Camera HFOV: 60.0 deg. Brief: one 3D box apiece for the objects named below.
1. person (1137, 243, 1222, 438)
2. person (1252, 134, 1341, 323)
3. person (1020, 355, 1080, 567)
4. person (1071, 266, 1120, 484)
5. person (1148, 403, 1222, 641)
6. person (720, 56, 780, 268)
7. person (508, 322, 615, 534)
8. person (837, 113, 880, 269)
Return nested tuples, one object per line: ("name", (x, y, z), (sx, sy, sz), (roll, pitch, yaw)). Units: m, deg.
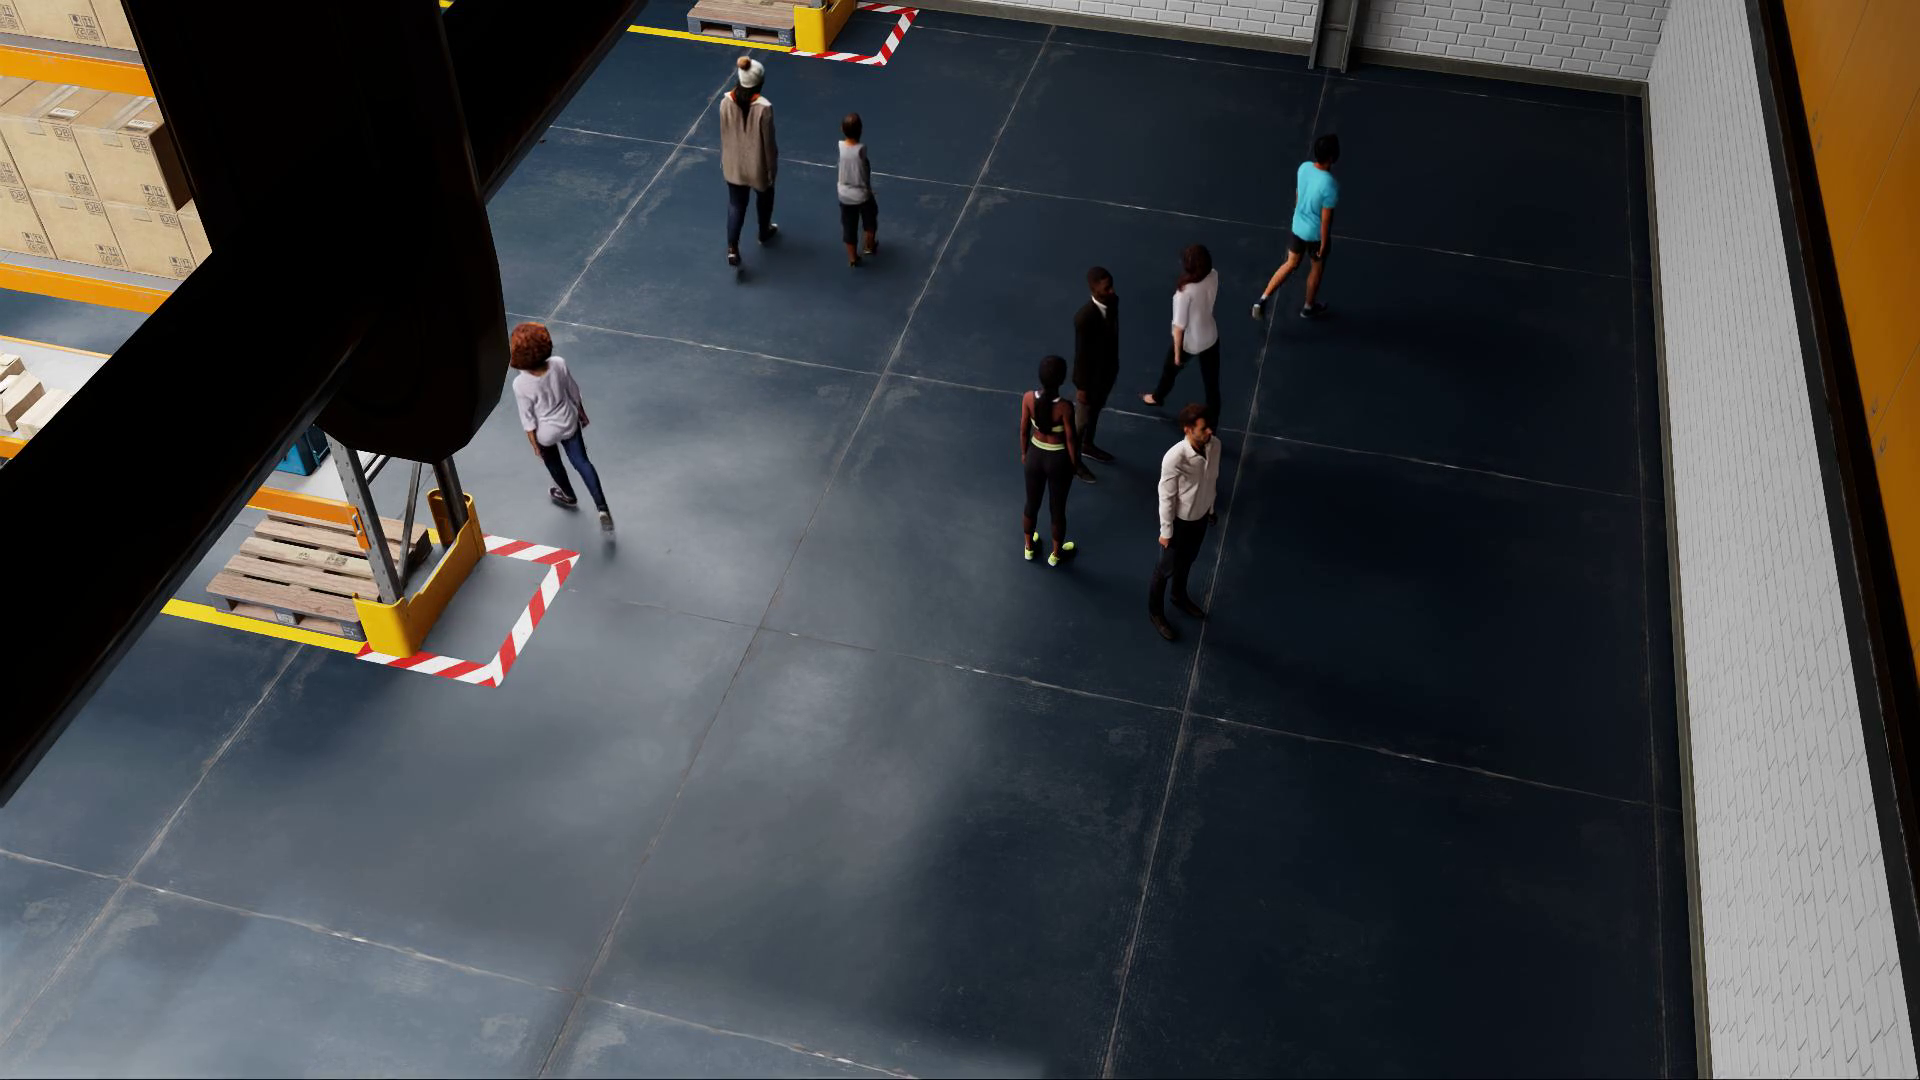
("person", (1.825, -1.411, 12.486), (1.067, 1.752, 1.163), (-24, 48, -23))
("person", (2.792, -2.500, 13.625), (1.071, 1.757, 1.050), (-25, 49, -24))
("person", (0.610, -0.535, 11.564), (0.489, 1.755, 0.649), (17, 46, 17))
("person", (0.991, -1.242, 12.274), (0.673, 1.800, 0.722), (25, 49, 24))
("person", (1.494, -0.153, 11.079), (0.732, 1.871, 0.741), (-31, 52, -28))
("person", (-1.856, -3.222, 14.305), (1.063, 1.865, 0.838), (12, 45, 12))
("person", (-2.848, -0.763, 11.858), (1.006, 1.681, 1.150), (-30, 51, -27))
("person", (-0.931, -3.025, 14.406), (0.676, 1.441, 0.627), (6, 44, 7))
